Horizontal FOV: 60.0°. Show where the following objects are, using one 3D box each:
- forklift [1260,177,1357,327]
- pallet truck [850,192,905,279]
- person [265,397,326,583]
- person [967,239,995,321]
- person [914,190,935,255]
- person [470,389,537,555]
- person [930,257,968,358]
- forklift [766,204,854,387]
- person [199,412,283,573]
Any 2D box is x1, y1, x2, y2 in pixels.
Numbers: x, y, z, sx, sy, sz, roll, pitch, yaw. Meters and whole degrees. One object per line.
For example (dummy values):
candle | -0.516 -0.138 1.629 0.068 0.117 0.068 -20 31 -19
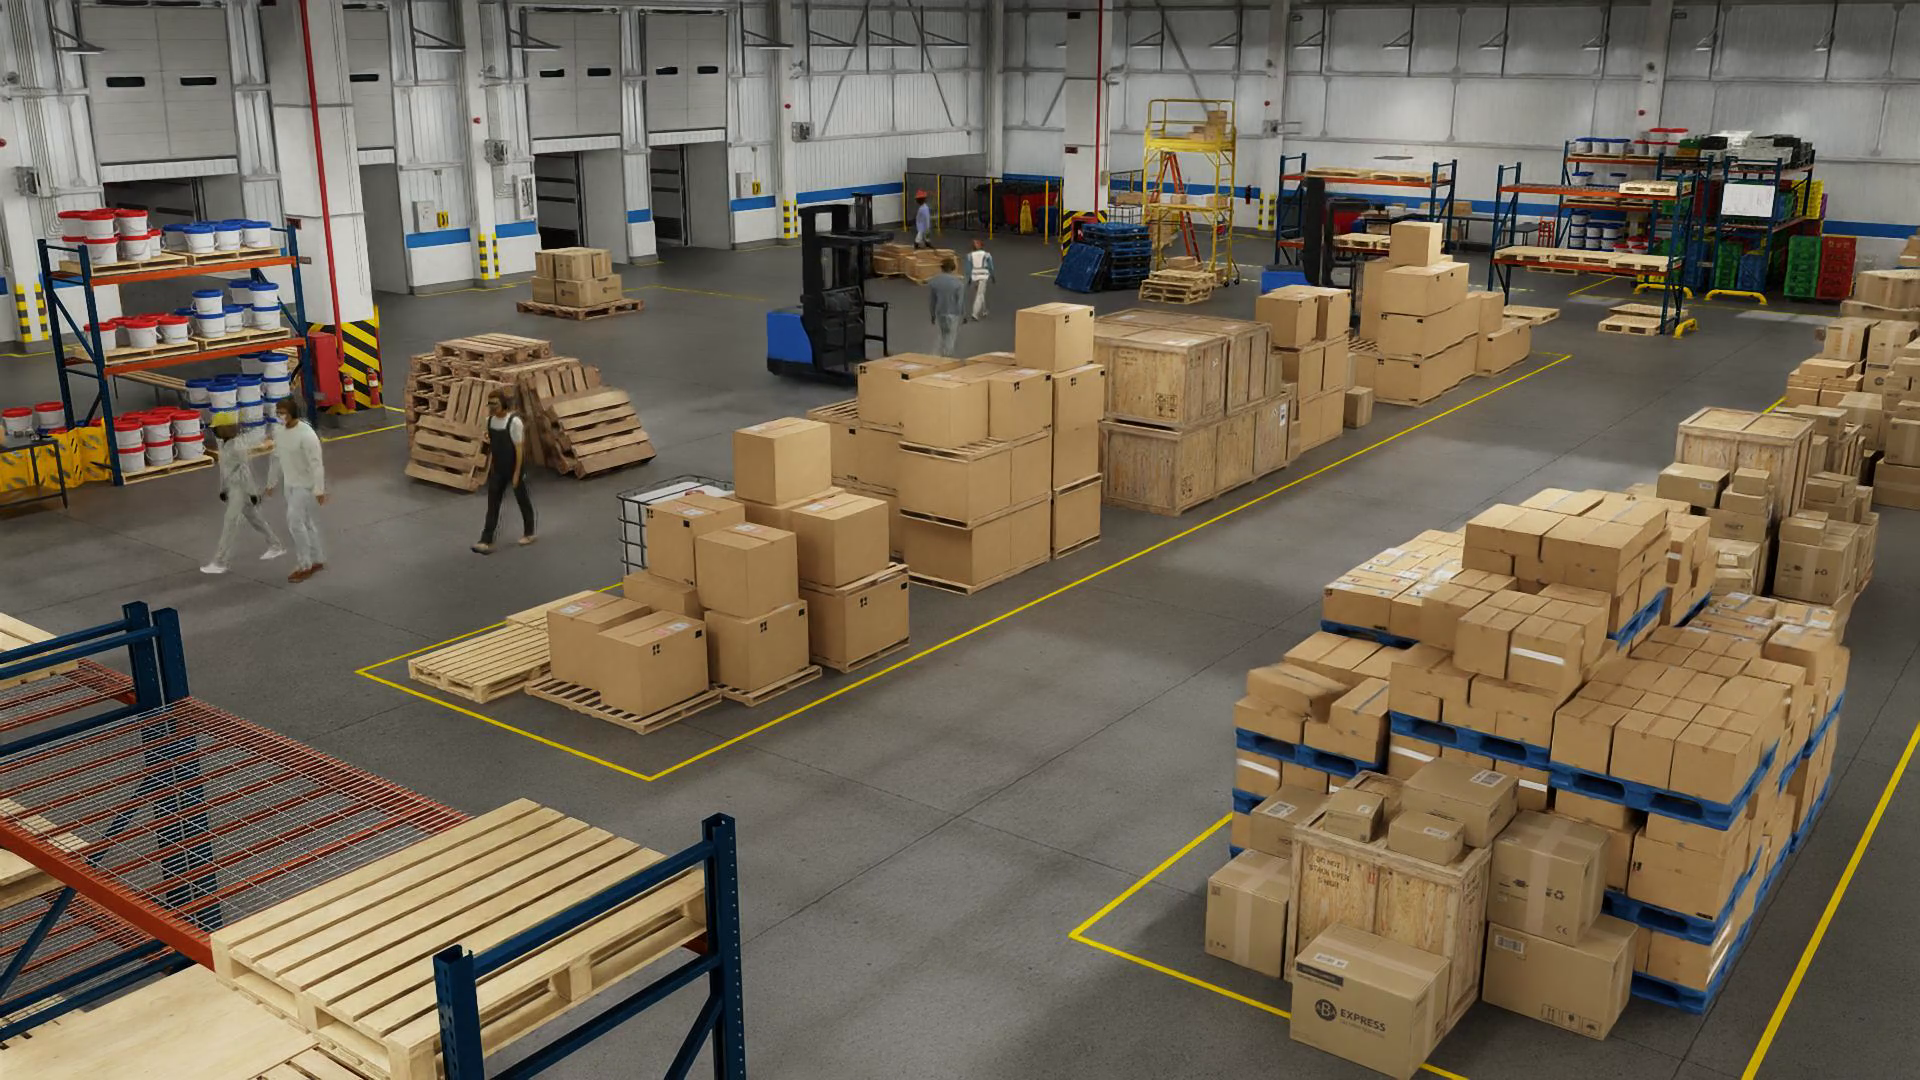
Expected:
forklift | 6.841 -5.633 32.428 1.873 2.768 1.129 3 17 9
pallet truck | -1.936 -7.159 38.982 1.885 1.965 0.823 -12 21 -34
person | -6.914 -0.521 17.135 0.643 1.916 0.689 14 22 38
person | 0.371 -5.198 33.191 0.517 1.591 0.862 9 19 26
person | -0.859 -7.594 40.604 0.988 1.900 0.553 -2 17 -6
person | -4.968 -0.735 18.049 0.517 1.795 0.961 6 18 20
person | -0.164 -3.815 28.055 0.630 1.922 0.590 8 19 26
forklift | -2.203 -4.067 27.241 1.873 2.768 1.129 12 21 35
person | -7.655 -0.533 17.572 0.933 1.688 0.485 -15 23 -41
